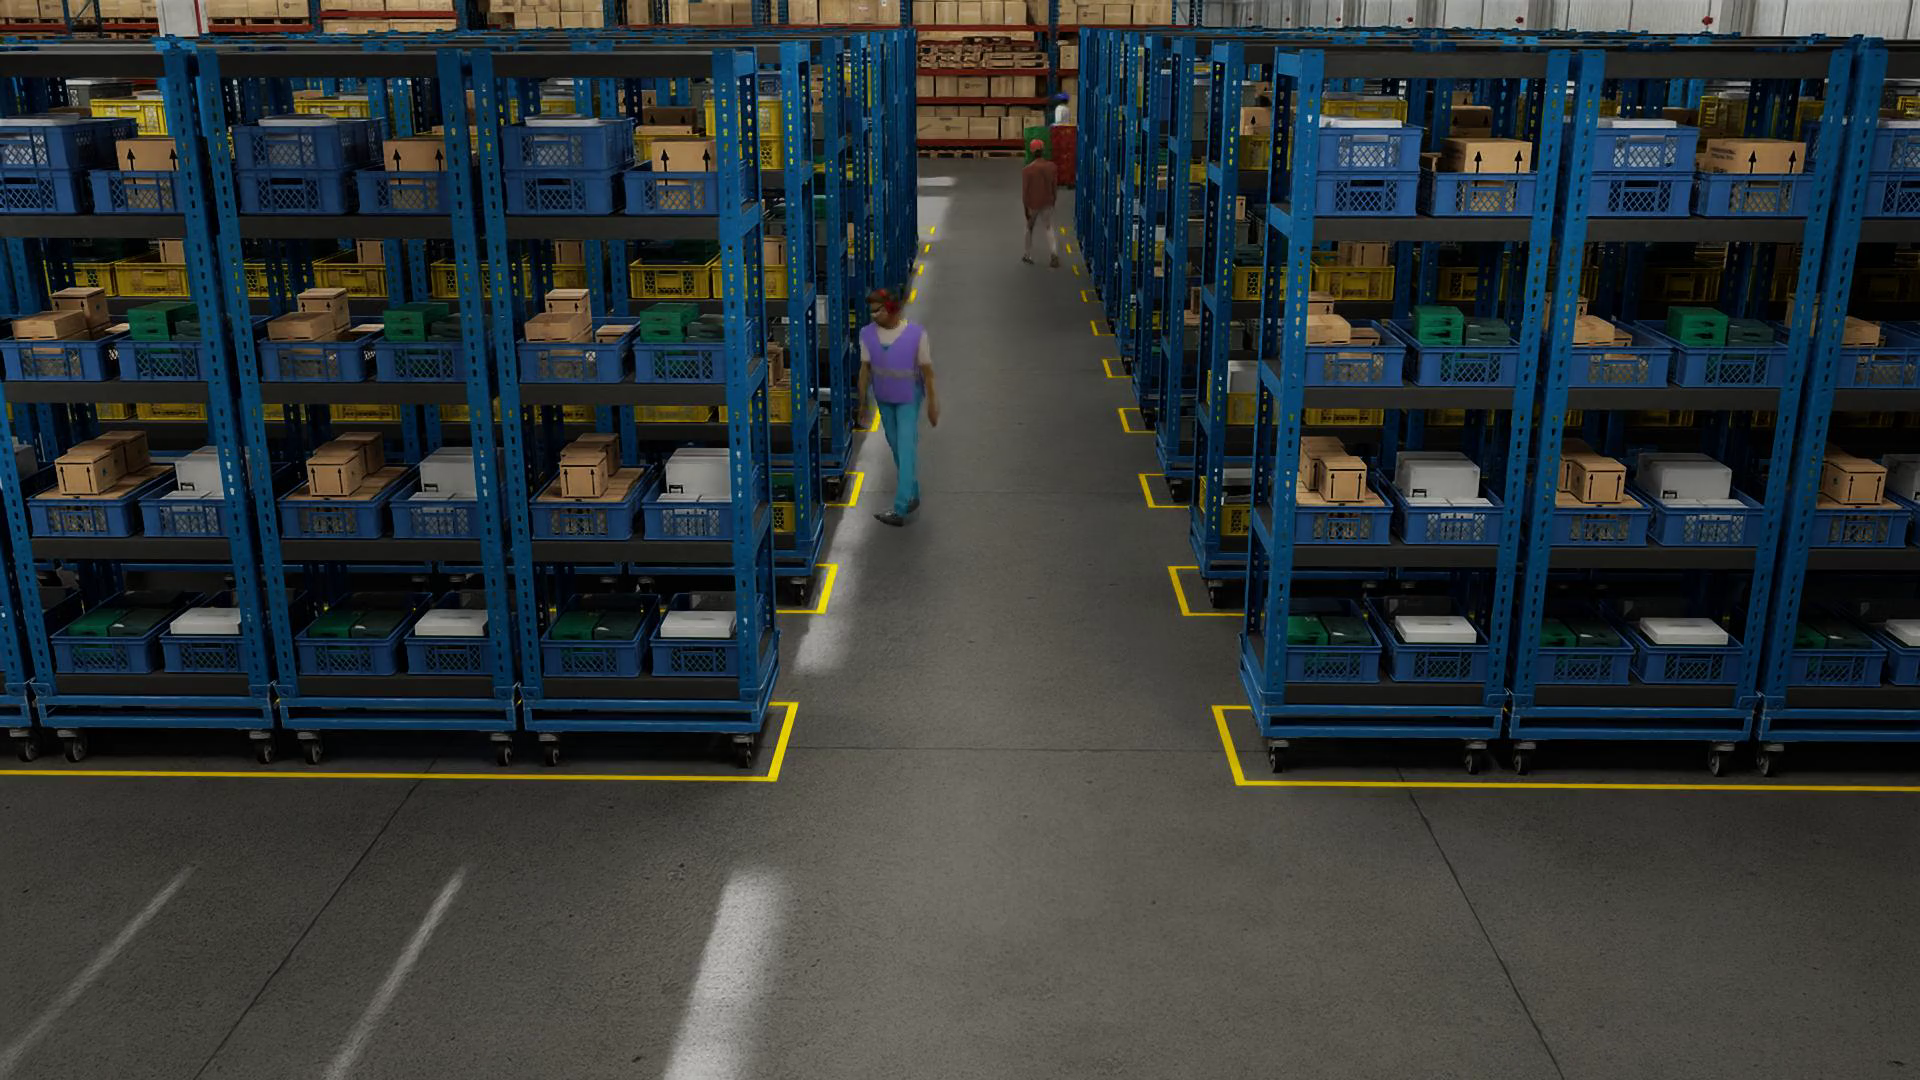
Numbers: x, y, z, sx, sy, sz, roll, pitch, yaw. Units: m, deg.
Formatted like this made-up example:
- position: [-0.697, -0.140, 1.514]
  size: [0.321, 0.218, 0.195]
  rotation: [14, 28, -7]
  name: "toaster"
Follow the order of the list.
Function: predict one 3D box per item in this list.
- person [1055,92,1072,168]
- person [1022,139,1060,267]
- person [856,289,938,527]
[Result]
- position: [2.576, -10.520, 42.742]
  size: [0.751, 1.923, 0.614]
  rotation: [-10, 20, -29]
  name: "person"
- position: [1.265, -5.231, 25.838]
  size: [0.620, 1.961, 0.954]
  rotation: [-6, 18, -17]
  name: "person"
- position: [-0.506, -1.019, 12.687]
  size: [0.595, 1.784, 0.864]
  rotation: [10, 20, 29]
  name: "person"
